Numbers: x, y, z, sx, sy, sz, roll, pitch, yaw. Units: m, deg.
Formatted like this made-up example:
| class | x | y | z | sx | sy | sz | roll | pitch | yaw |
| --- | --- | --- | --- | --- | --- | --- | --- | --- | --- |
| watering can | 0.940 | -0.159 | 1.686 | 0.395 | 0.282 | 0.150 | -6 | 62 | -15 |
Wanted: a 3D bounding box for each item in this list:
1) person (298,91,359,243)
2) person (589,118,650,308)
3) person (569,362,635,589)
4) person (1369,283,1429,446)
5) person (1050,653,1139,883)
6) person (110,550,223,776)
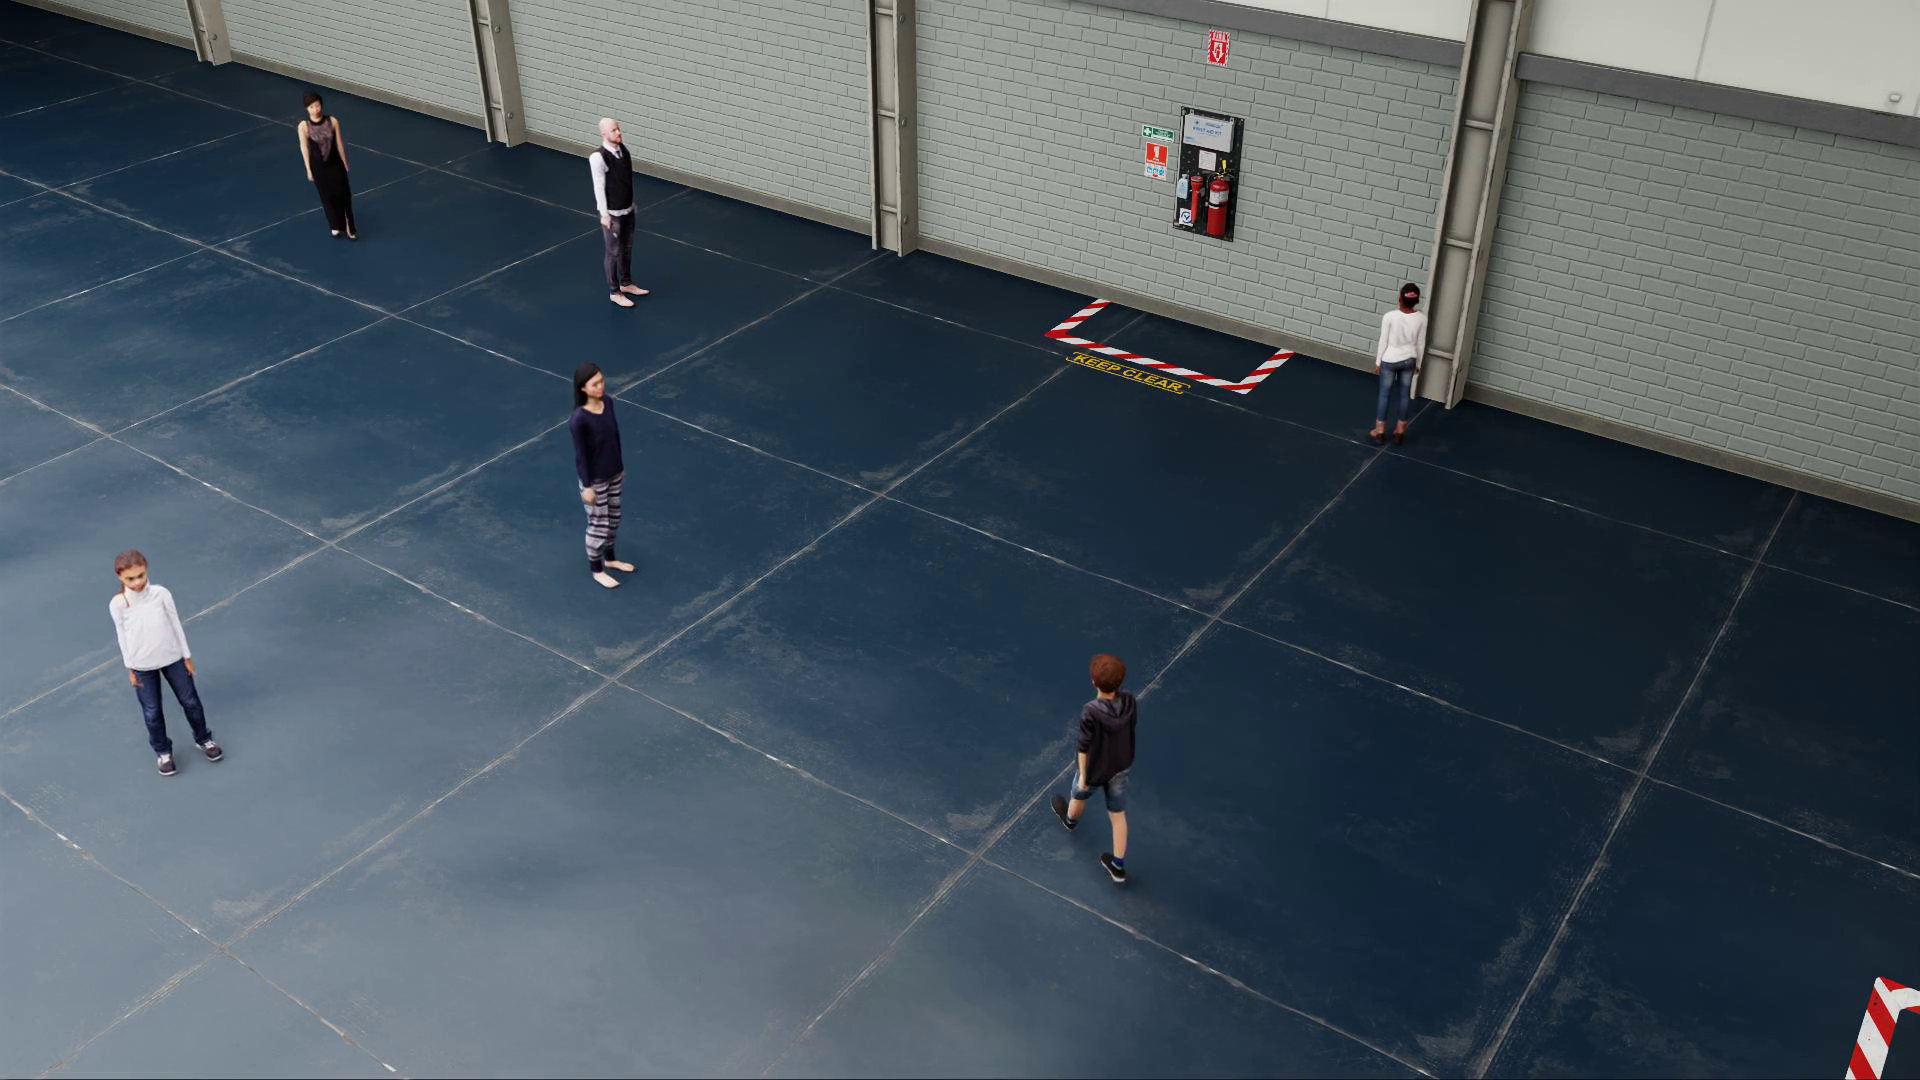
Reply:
| class | x | y | z | sx | sy | sz | roll | pitch | yaw |
| --- | --- | --- | --- | --- | --- | --- | --- | --- | --- |
| person | -6.690 | -3.955 | 17.542 | 0.776 | 1.584 | 0.878 | -16 | 36 | -24 |
| person | -3.320 | -3.191 | 16.108 | 0.667 | 1.823 | 0.737 | 13 | 34 | 20 |
| person | -2.587 | -0.487 | 11.905 | 0.569 | 1.733 | 0.640 | 14 | 35 | 20 |
| person | 3.620 | -1.476 | 13.734 | 0.561 | 1.453 | 0.660 | 1 | 32 | 2 |
| person | 0.838 | 1.307 | 9.364 | 0.851 | 1.410 | 1.025 | -14 | 35 | -21 |
| person | -4.894 | 0.719 | 10.160 | 0.619 | 1.555 | 0.644 | -17 | 36 | -25 |
